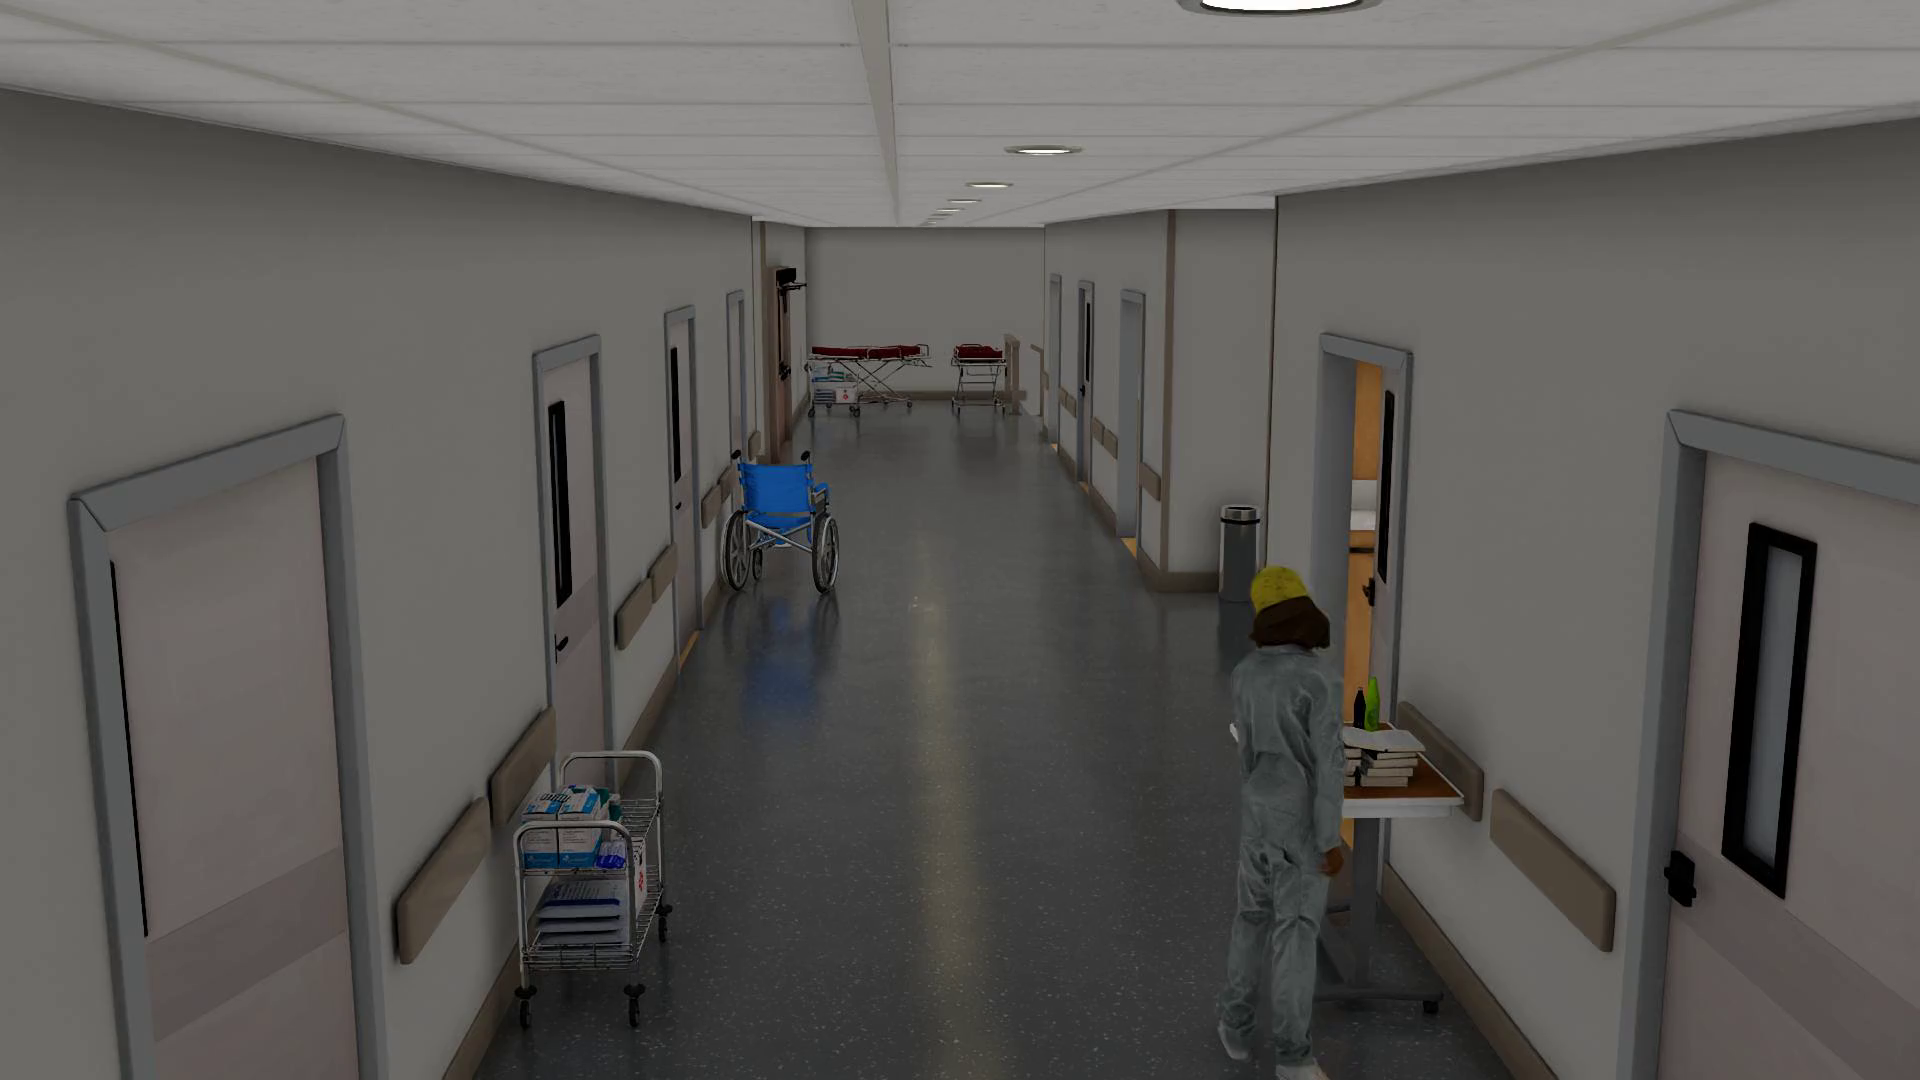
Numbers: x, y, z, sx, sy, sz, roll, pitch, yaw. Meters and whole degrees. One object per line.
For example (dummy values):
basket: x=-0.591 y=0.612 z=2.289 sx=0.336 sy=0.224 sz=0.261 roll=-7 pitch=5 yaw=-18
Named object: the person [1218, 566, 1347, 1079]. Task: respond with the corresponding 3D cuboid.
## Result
person: x=1.127 y=0.957 z=5.495 sx=0.323 sy=1.700 sz=0.634 roll=-6 pitch=12 yaw=-28
